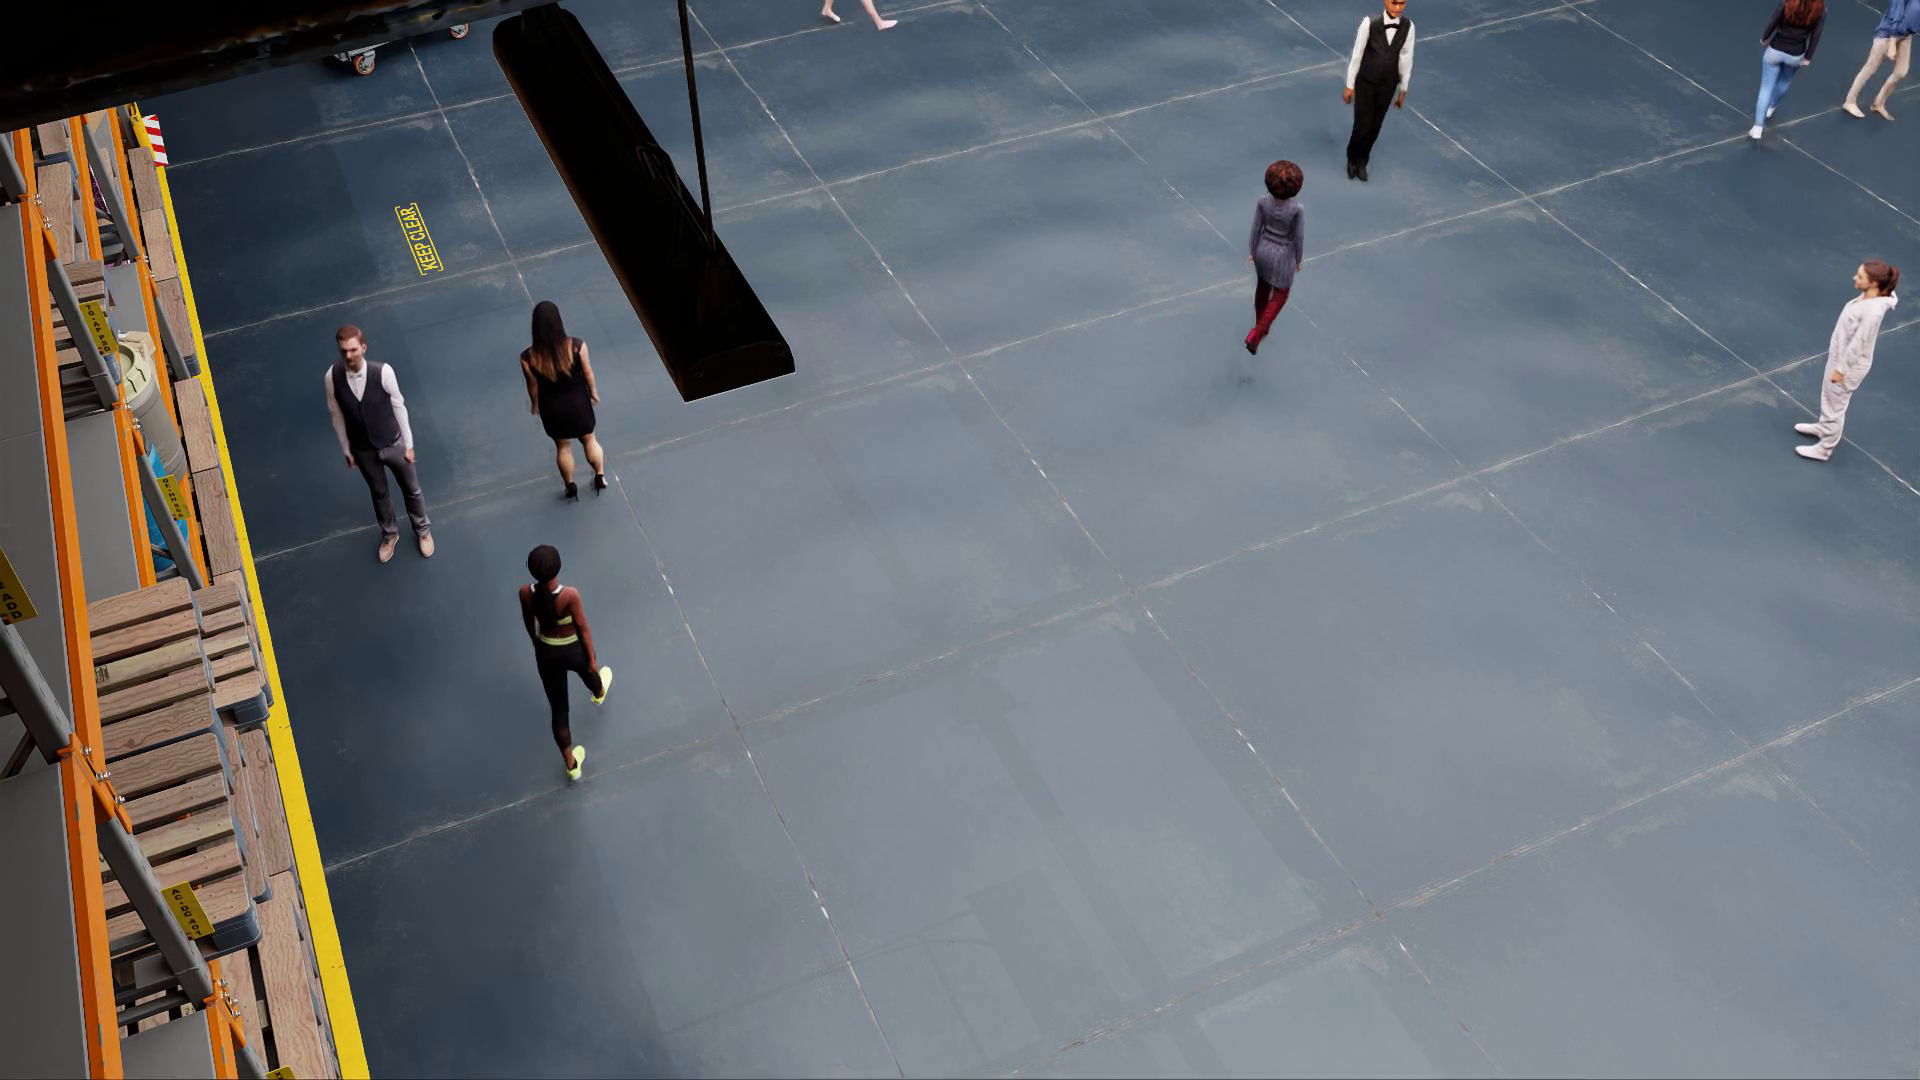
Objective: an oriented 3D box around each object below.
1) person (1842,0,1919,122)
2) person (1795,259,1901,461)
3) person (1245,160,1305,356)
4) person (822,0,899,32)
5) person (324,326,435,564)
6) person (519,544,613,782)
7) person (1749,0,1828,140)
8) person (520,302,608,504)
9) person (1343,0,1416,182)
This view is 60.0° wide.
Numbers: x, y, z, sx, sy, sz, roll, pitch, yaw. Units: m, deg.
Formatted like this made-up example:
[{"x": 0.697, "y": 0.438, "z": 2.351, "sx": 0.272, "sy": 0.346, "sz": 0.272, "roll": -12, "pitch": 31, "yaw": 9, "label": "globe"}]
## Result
[{"x": 9.052, "y": -4.940, "z": 16.285, "sx": 0.617, "sy": 1.682, "sz": 0.690, "roll": -20, "pitch": 47, "yaw": -19, "label": "person"}, {"x": 6.726, "y": -1.366, "z": 12.533, "sx": 0.787, "sy": 1.683, "sz": 0.731, "roll": 15, "pitch": 46, "yaw": 15, "label": "person"}, {"x": 2.514, "y": -2.226, "z": 13.429, "sx": 0.938, "sy": 1.692, "sz": 0.926, "roll": 23, "pitch": 48, "yaw": 22, "label": "person"}, {"x": -1.248, "y": -6.246, "z": 17.637, "sx": 1.197, "sy": 1.708, "sz": 1.079, "roll": 18, "pitch": 47, "yaw": 18, "label": "person"}, {"x": -4.069, "y": -0.688, "z": 11.638, "sx": 0.720, "sy": 1.936, "sz": 0.674, "roll": -6, "pitch": 44, "yaw": -6, "label": "person"}, {"x": -2.470, "y": 0.788, "z": 10.256, "sx": 0.936, "sy": 1.704, "sz": 1.179, "roll": 2, "pitch": 44, "yaw": 2, "label": "person"}, {"x": 7.940, "y": -4.638, "z": 16.033, "sx": 1.077, "sy": 1.593, "sz": 1.148, "roll": 13, "pitch": 45, "yaw": 14, "label": "person"}, {"x": -2.869, "y": -0.983, "z": 12.110, "sx": 0.667, "sy": 1.712, "sz": 0.616, "roll": -14, "pitch": 45, "yaw": -14, "label": "person"}, {"x": 3.841, "y": -4.272, "z": 15.421, "sx": 0.828, "sy": 1.907, "sz": 0.820, "roll": -2, "pitch": 44, "yaw": -2, "label": "person"}]
